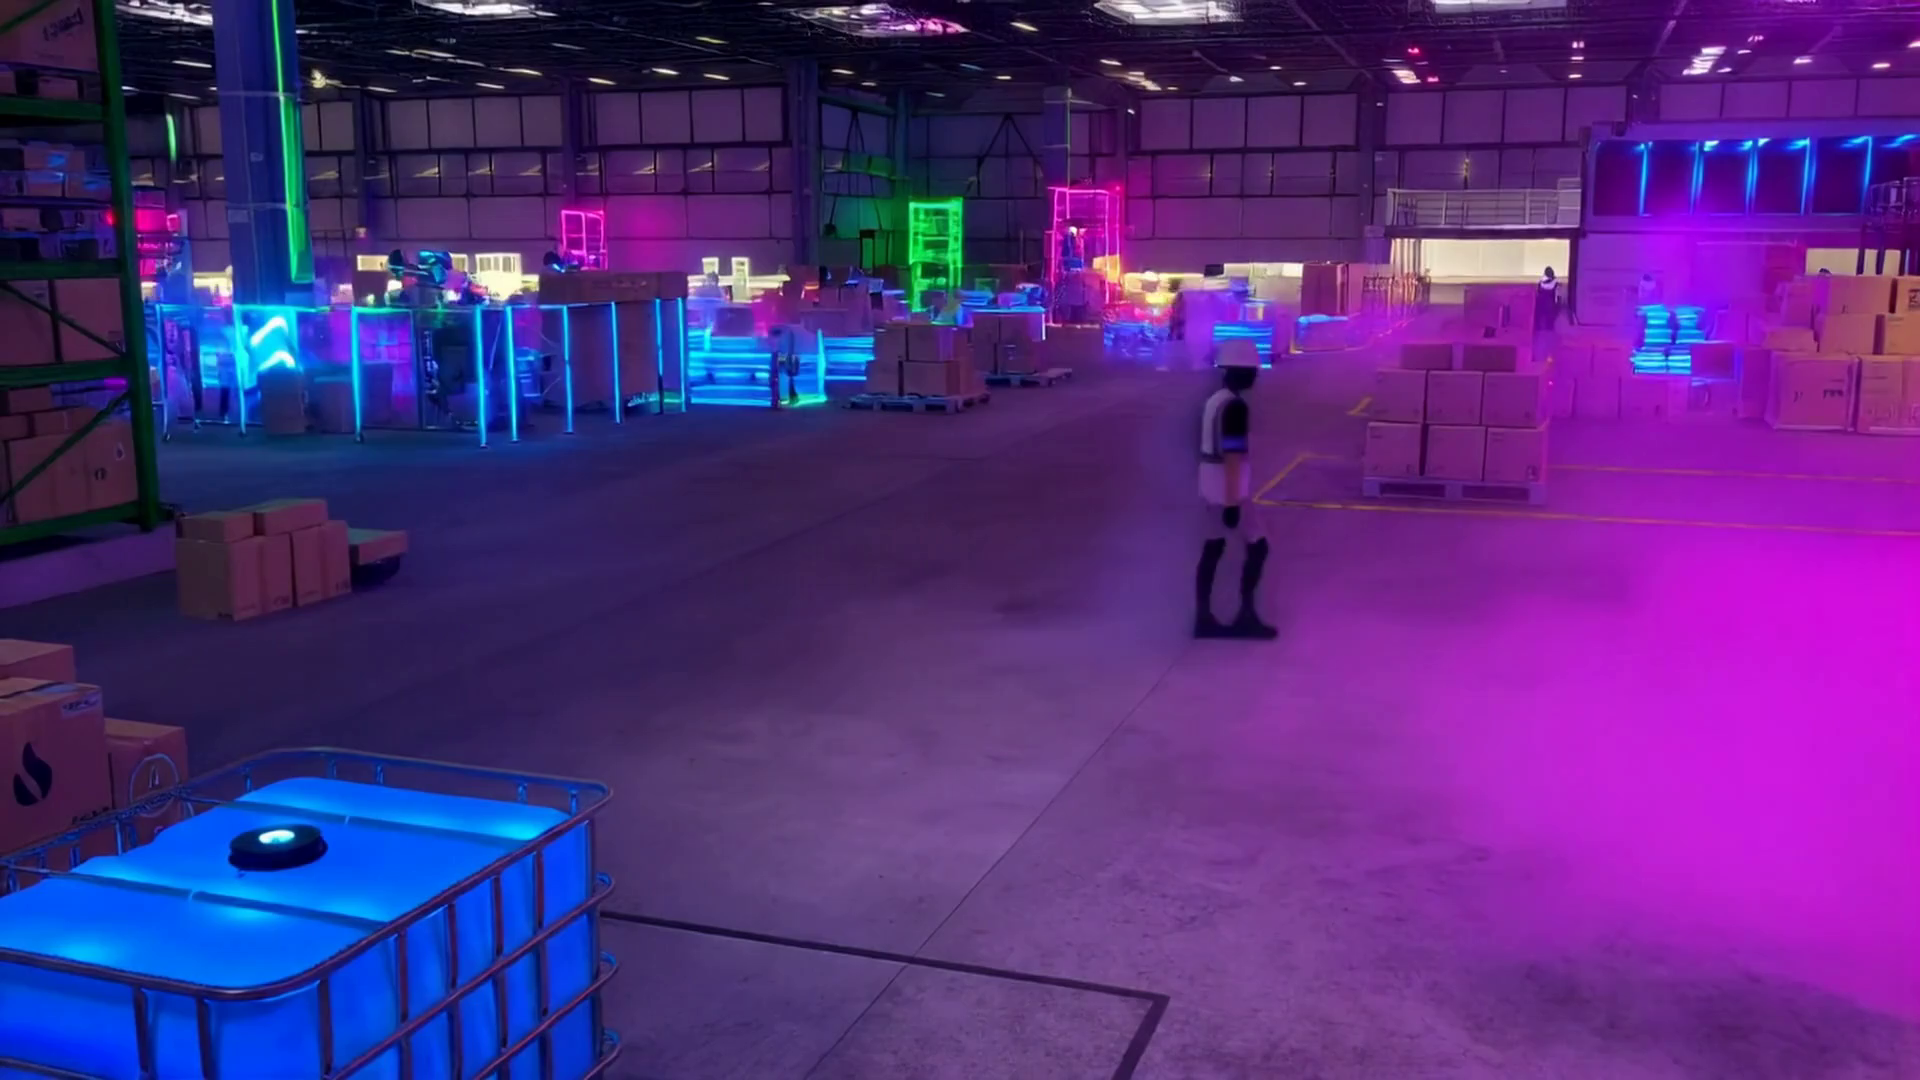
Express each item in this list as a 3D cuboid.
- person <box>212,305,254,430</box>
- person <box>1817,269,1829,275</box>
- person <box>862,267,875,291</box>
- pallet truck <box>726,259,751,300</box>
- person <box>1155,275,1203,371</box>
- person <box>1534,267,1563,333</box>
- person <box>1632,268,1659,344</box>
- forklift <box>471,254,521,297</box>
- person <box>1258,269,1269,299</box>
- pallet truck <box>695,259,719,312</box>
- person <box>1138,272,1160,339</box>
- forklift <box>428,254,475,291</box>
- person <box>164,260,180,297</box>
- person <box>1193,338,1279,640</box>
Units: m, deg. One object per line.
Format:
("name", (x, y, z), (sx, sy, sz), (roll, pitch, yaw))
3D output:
("person", (-9.868, -2.342, 22.595), (0.315, 1.696, 0.541), (8, 13, 39))
("person", (18.728, -4.896, 36.223), (0.612, 1.980, 1.106), (-3, 11, -19))
("person", (-2.547, -6.705, 46.679), (0.329, 1.872, 0.508), (8, 13, 39))
("pallet truck", (-7.986, -9.493, 62.019), (0.823, 1.965, 1.885), (3, 11, 17))
("person", (4.394, -4.308, 33.084), (0.913, 1.907, 0.545), (3, 10, 14))
("person", (13.613, -5.365, 38.653), (0.683, 2.000, 0.982), (6, 12, 31))
("person", (17.299, -5.896, 41.965), (0.375, 1.922, 0.594), (-7, 12, -35))
("forklift", (-17.990, -10.121, 64.684), (1.157, 1.987, 2.680), (3, 11, 17))
("person", (9.290, -7.399, 50.880), (0.324, 1.767, 0.533), (-3, 10, -14))
("pallet truck", (-9.165, -9.627, 62.776), (0.823, 1.965, 1.885), (4, 11, 23))
("person", (4.786, -5.885, 42.198), (0.583, 1.837, 0.999), (4, 11, 22))
("forklift", (-20.133, -10.254, 65.465), (1.157, 1.987, 2.680), (3, 11, 19))
("person", (-27.384, -8.703, 57.614), (0.651, 1.975, 0.670), (6, 12, 31))
("person", (1.792, -0.306, 10.502), (0.681, 1.914, 0.581), (-2, 10, -10))
